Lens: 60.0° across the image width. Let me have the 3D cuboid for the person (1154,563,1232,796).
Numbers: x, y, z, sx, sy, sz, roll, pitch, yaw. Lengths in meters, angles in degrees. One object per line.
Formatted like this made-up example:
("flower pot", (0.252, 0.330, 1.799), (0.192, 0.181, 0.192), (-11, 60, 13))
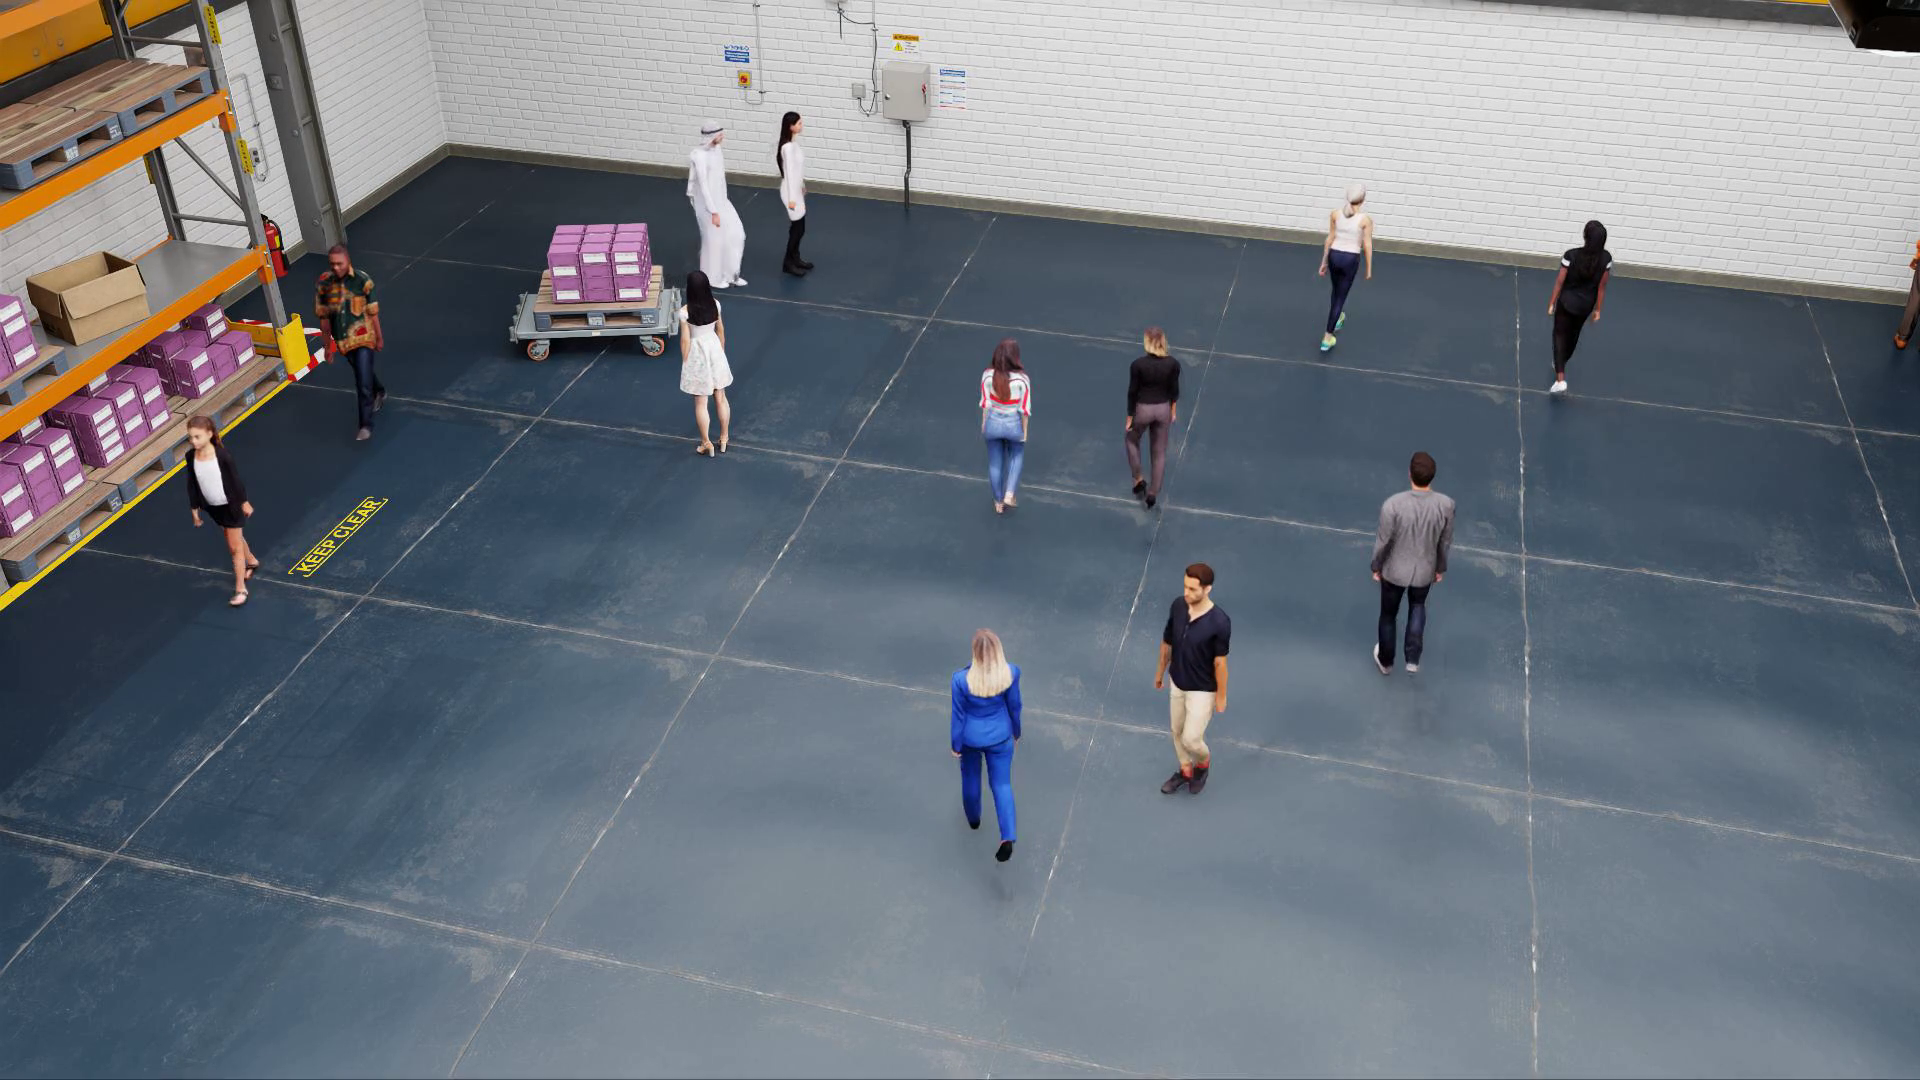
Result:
("person", (1.588, 0.909, 10.928), (0.810, 1.842, 0.785), (-28, 43, -36))

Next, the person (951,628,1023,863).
("person", (0.173, 1.315, 10.465), (0.905, 1.679, 1.098), (-7, 34, -11))

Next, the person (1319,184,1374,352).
("person", (3.762, -2.672, 16.468), (0.835, 1.673, 1.069), (20, 38, 27))

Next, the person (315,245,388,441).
("person", (-5.508, -1.868, 15.186), (0.900, 1.755, 1.292), (0, 34, 0))

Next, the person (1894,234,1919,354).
("person", (9.688, -2.769, 16.404), (0.770, 1.907, 0.719), (19, 38, 26))

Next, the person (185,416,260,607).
("person", (-5.754, -0.327, 13.071), (0.659, 1.528, 0.932), (2, 34, 3))

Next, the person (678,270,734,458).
("person", (-2.252, -1.562, 14.707), (0.770, 1.775, 0.835), (-20, 38, -27))

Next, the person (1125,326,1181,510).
("person", (1.616, -0.974, 13.930), (0.726, 1.655, 0.744), (-4, 34, -6))

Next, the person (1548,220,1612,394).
("person", (5.813, -2.175, 15.693), (0.751, 1.704, 1.107), (2, 34, 3))

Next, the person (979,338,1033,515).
("person", (0.360, -0.905, 13.875), (0.633, 1.601, 0.649), (4, 34, 6))

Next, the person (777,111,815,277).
("person", (-1.827, -3.725, 17.934), (0.740, 1.806, 0.552), (2, 34, 2))

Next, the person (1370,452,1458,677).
("person", (3.229, 0.251, 11.898), (0.789, 1.865, 0.824), (1, 34, 2))

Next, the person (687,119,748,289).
("person", (-2.702, -3.543, 17.570), (0.805, 1.904, 0.739), (11, 35, 15))
